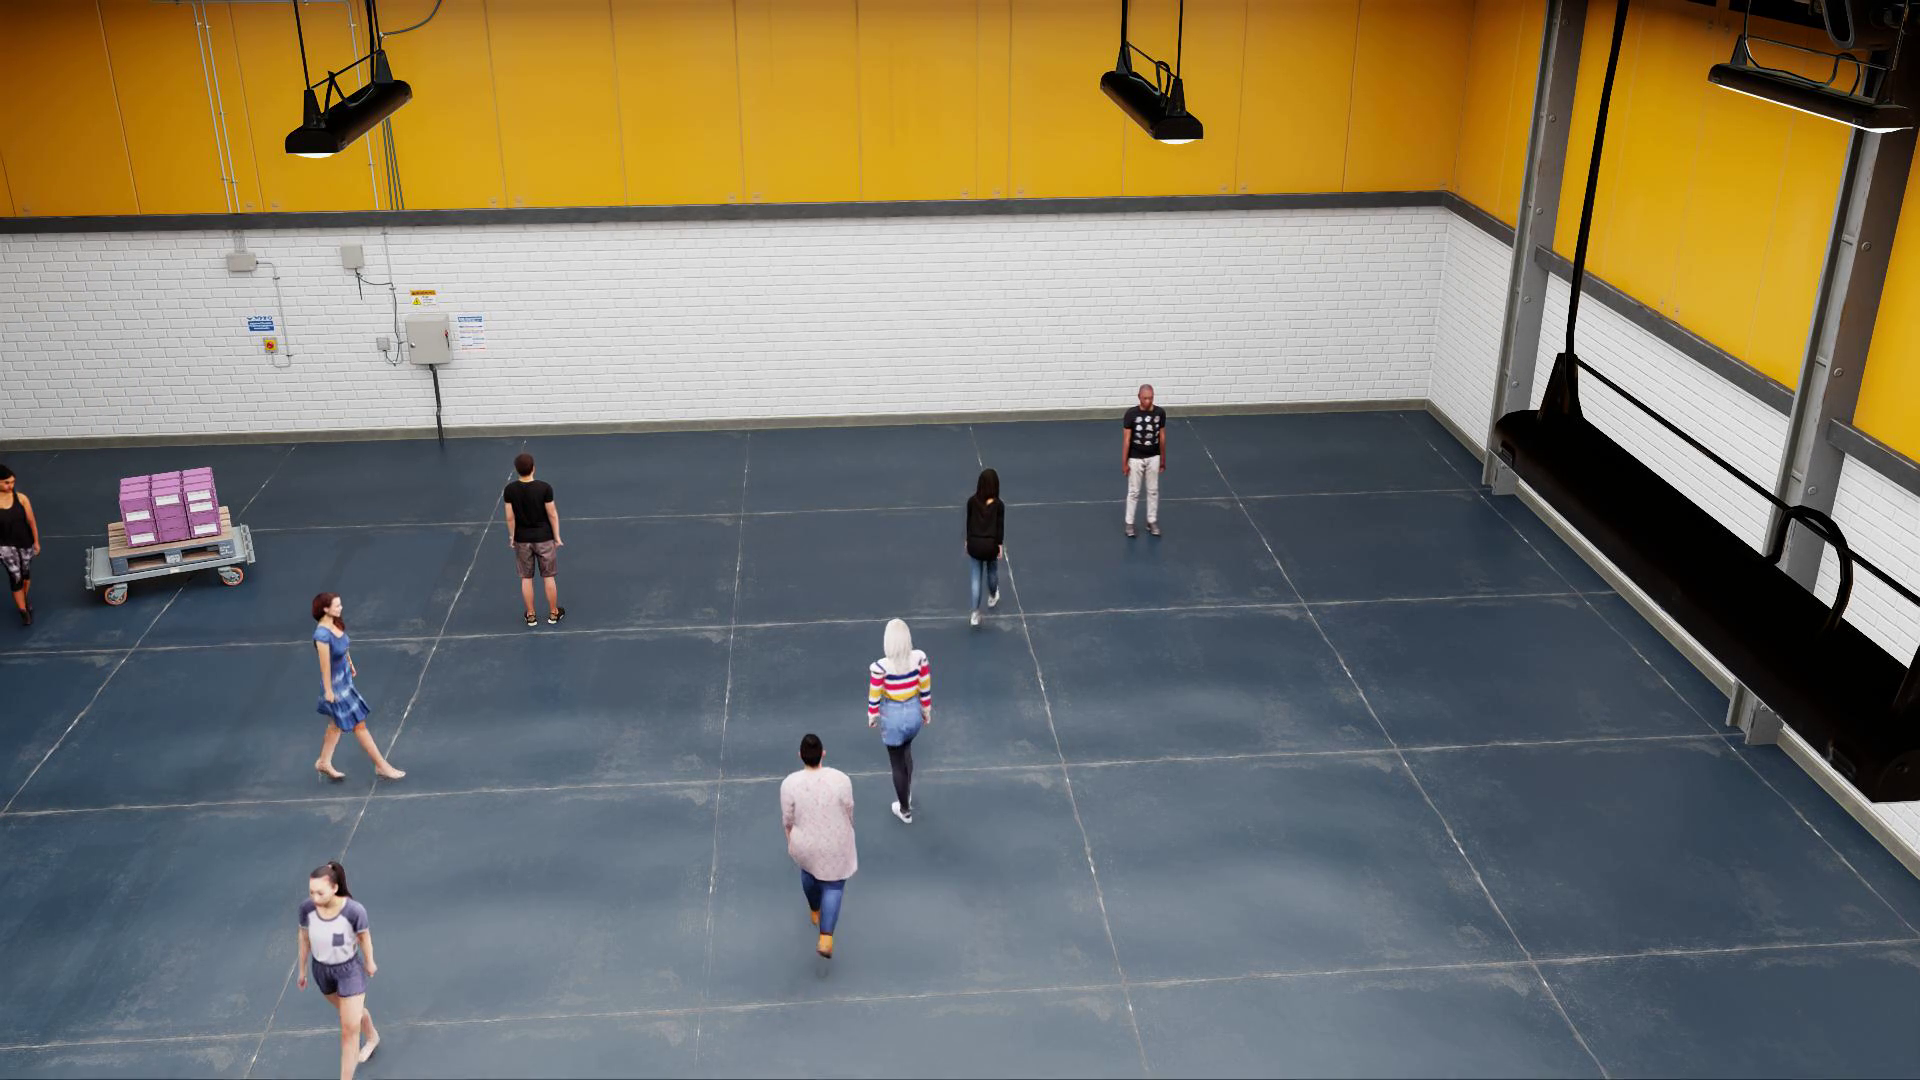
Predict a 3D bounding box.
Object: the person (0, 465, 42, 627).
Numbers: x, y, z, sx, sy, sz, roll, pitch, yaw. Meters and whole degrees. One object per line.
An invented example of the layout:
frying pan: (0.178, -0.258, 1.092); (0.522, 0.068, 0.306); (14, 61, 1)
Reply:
person: (-9.697, 0.007, 17.058); (0.889, 1.635, 1.022); (-18, 29, -35)

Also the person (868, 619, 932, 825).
person: (-0.447, 1.490, 13.466); (0.765, 1.794, 0.795); (-10, 26, -22)

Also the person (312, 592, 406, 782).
person: (-5.285, 1.270, 13.991); (0.766, 1.776, 0.934); (-4, 24, -10)

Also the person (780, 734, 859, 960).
person: (-1.010, 2.197, 11.949); (0.818, 1.713, 1.128); (2, 24, 5)

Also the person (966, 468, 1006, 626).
person: (0.220, 0.091, 16.891); (0.757, 1.614, 1.106); (4, 24, 9)

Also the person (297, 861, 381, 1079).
person: (-3.970, 2.760, 10.786); (0.815, 1.614, 1.063); (6, 24, 14)

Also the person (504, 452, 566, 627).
person: (-4.322, -0.020, 16.833); (0.675, 1.863, 0.588); (-3, 24, -8)

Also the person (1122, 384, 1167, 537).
person: (2.100, -0.931, 18.994); (0.667, 1.801, 0.607); (-3, 24, -8)
